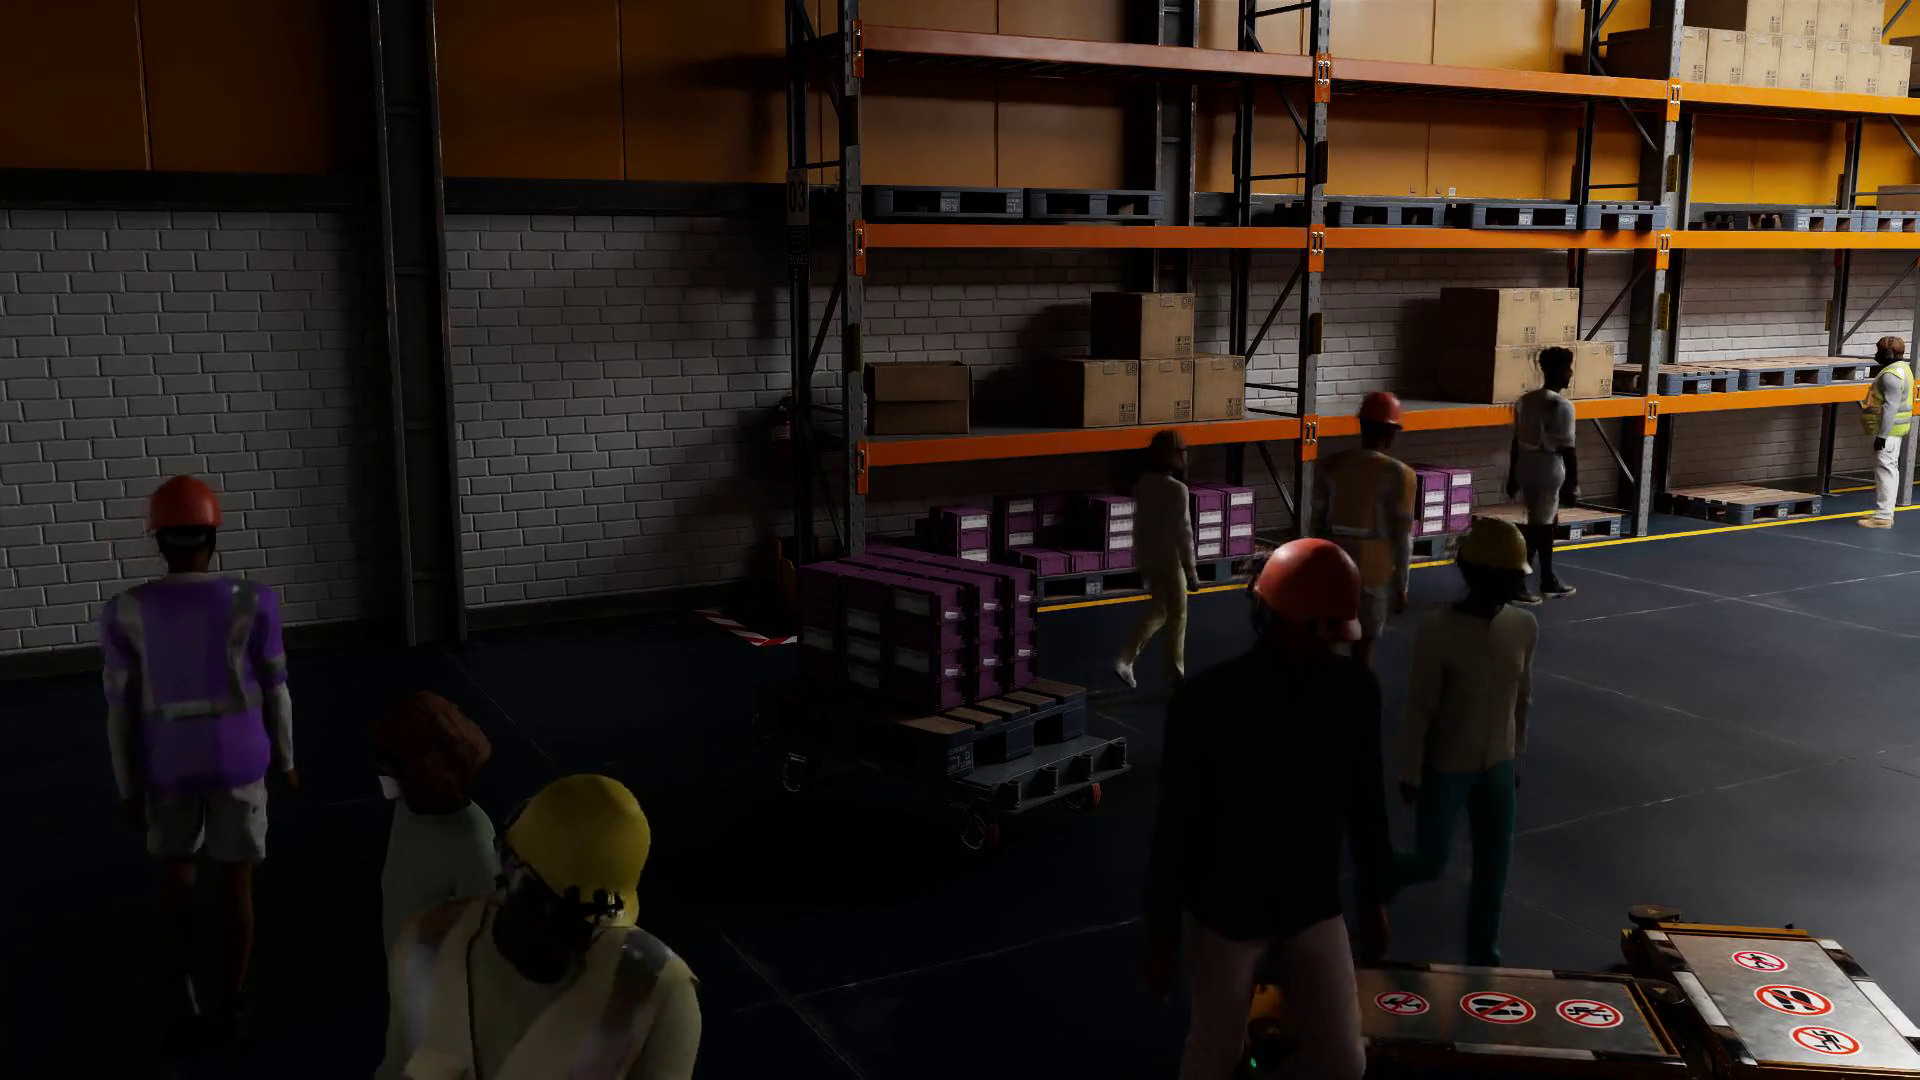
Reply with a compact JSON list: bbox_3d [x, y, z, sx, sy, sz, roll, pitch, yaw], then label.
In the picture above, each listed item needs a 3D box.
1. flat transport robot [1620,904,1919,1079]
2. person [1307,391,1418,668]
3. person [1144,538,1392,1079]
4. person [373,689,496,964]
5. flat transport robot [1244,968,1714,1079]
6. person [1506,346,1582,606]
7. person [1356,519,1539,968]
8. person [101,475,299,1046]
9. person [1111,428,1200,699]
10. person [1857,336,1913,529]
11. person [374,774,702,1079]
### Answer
[{"bbox_3d":[2.705,1.571,5.491,0.652,0.197,1.431,1,10,8],"label":"flat transport robot"},{"bbox_3d":[2.128,0.176,8.845,0.594,1.903,0.543,7,12,36],"label":"person"},{"bbox_3d":[0.794,0.948,4.222,0.721,1.958,0.497,-4,11,-20],"label":"person"},{"bbox_3d":[-1.235,1.153,3.980,0.285,1.633,0.498,-8,13,-40],"label":"person"},{"bbox_3d":[1.643,1.594,5.359,1.431,0.197,0.652,1,10,8],"label":"flat transport robot"},{"bbox_3d":[4.445,-0.473,12.439,0.826,1.937,0.630,-2,10,-14],"label":"person"},{"bbox_3d":[1.750,0.760,5.920,0.536,1.743,0.685,-4,11,-22],"label":"person"},{"bbox_3d":[-2.507,0.740,5.541,0.543,1.914,0.422,-3,10,-14],"label":"person"},{"bbox_3d":[1.207,0.152,9.763,0.496,1.626,0.520,-4,11,-21],"label":"person"},{"bbox_3d":[8.871,-1.033,15.962,0.429,1.841,0.634,7,12,36],"label":"person"},{"bbox_3d":[-0.770,1.260,2.975,0.613,1.782,0.406,4,10,19],"label":"person"}]
